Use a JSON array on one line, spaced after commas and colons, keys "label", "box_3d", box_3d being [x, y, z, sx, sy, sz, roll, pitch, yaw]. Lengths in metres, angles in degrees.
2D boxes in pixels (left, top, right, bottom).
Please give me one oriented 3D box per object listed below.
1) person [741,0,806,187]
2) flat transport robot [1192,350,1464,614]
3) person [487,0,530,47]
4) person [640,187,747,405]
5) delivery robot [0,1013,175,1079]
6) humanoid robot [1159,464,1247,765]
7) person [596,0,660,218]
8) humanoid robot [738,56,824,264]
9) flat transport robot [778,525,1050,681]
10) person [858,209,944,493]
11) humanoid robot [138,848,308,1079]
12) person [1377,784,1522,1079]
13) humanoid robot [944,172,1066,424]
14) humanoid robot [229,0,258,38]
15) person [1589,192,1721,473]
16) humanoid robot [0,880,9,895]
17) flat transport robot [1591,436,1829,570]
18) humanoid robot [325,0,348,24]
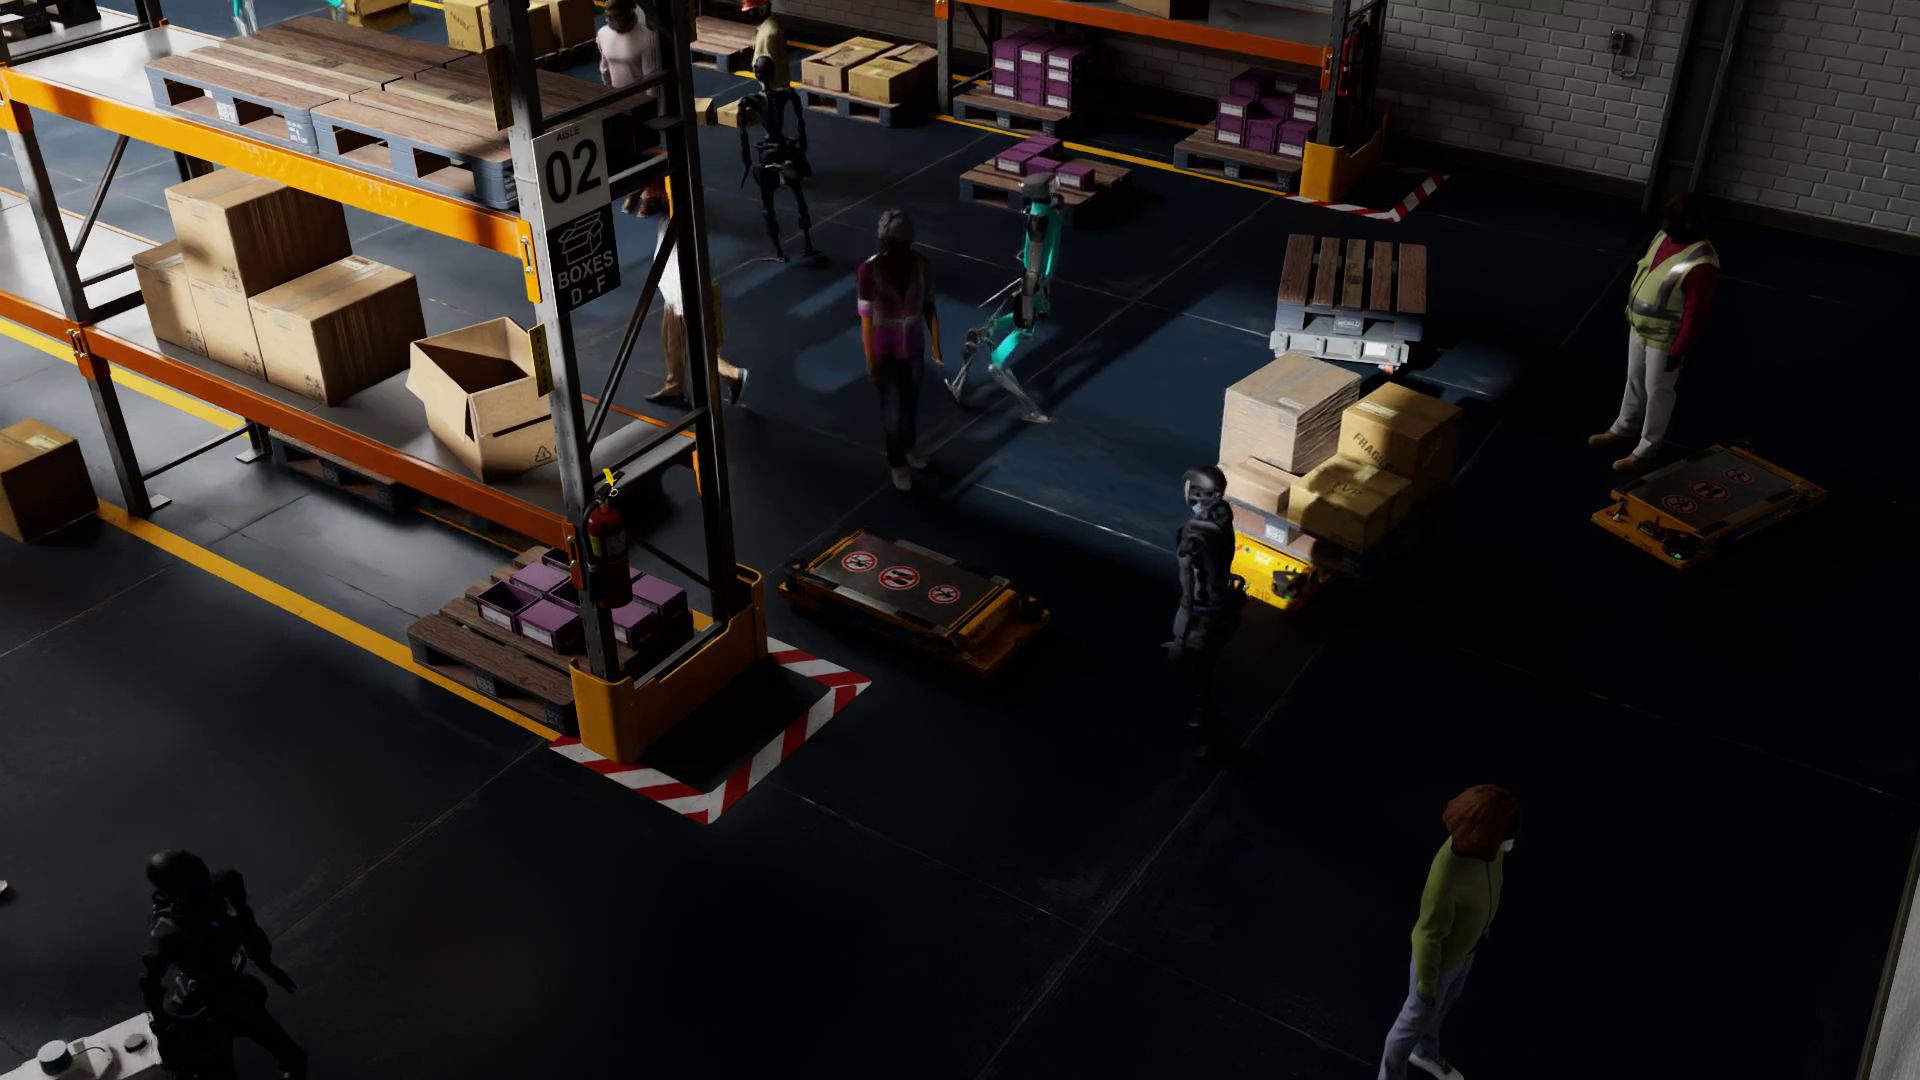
[{"label": "person", "box_3d": [-1.642, -4.021, 14.712, 0.483, 1.726, 0.654, -5, 33, -7]}, {"label": "flat transport robot", "box_3d": [2.116, -0.051, 9.951, 0.659, 0.231, 1.431, 27, 42, 35]}, {"label": "person", "box_3d": [-4.050, -4.372, 15.060, 0.488, 1.944, 0.432, 27, 42, 35]}, {"label": "person", "box_3d": [-1.831, -1.660, 11.086, 0.660, 1.720, 0.580, -3, 33, -5]}, {"label": "delivery robot", "box_3d": [-3.365, 2.136, 6.315, 0.766, 0.580, 0.499, -22, 39, -30]}, {"label": "humanoid robot", "box_3d": [1.196, 0.377, 8.010, 0.356, 1.648, 0.596, 18, 37, 26]}, {"label": "person", "box_3d": [-2.742, -3.615, 13.925, 0.622, 1.918, 0.472, 12, 35, 17]}, {"label": "humanoid robot", "box_3d": [-1.431, -2.978, 13.164, 0.612, 1.647, 0.463, -14, 36, -21]}, {"label": "flat transport robot", "box_3d": [-0.268, 0.325, 9.374, 1.431, 0.231, 0.659, 20, 38, 28]}, {"label": "person", "box_3d": [-0.361, -1.189, 10.272, 0.545, 1.825, 0.533, -13, 35, -19]}, {"label": "humanoid robot", "box_3d": [-2.673, 1.693, 5.988, 0.380, 1.632, 0.611, 7, 34, 11]}, {"label": "person", "box_3d": [1.846, 1.542, 6.258, 0.280, 1.624, 0.492, 25, 41, 33]}, {"label": "humanoid robot", "box_3d": [0.209, -1.593, 10.995, 0.935, 1.773, 0.546, 9, 34, 14]}, {"label": "humanoid robot", "box_3d": [-7.783, -6.086, 17.918, 0.547, 1.831, 0.721, -28, 43, -36]}, {"label": "person", "box_3d": [4.372, -1.299, 10.428, 0.431, 1.845, 0.619, -3, 33, -5]}, {"label": "humanoid robot", "box_3d": [-4.538, 0.994, 6.999, 0.620, 1.794, 0.534, -11, 35, -17]}, {"label": "flat transport robot", "box_3d": [4.634, -0.240, 10.242, 1.431, 0.231, 0.659, -20, 38, -27]}, {"label": "humanoid robot", "box_3d": [-6.962, -6.134, 17.979, 0.807, 1.803, 0.557, -19, 38, -27]}]
